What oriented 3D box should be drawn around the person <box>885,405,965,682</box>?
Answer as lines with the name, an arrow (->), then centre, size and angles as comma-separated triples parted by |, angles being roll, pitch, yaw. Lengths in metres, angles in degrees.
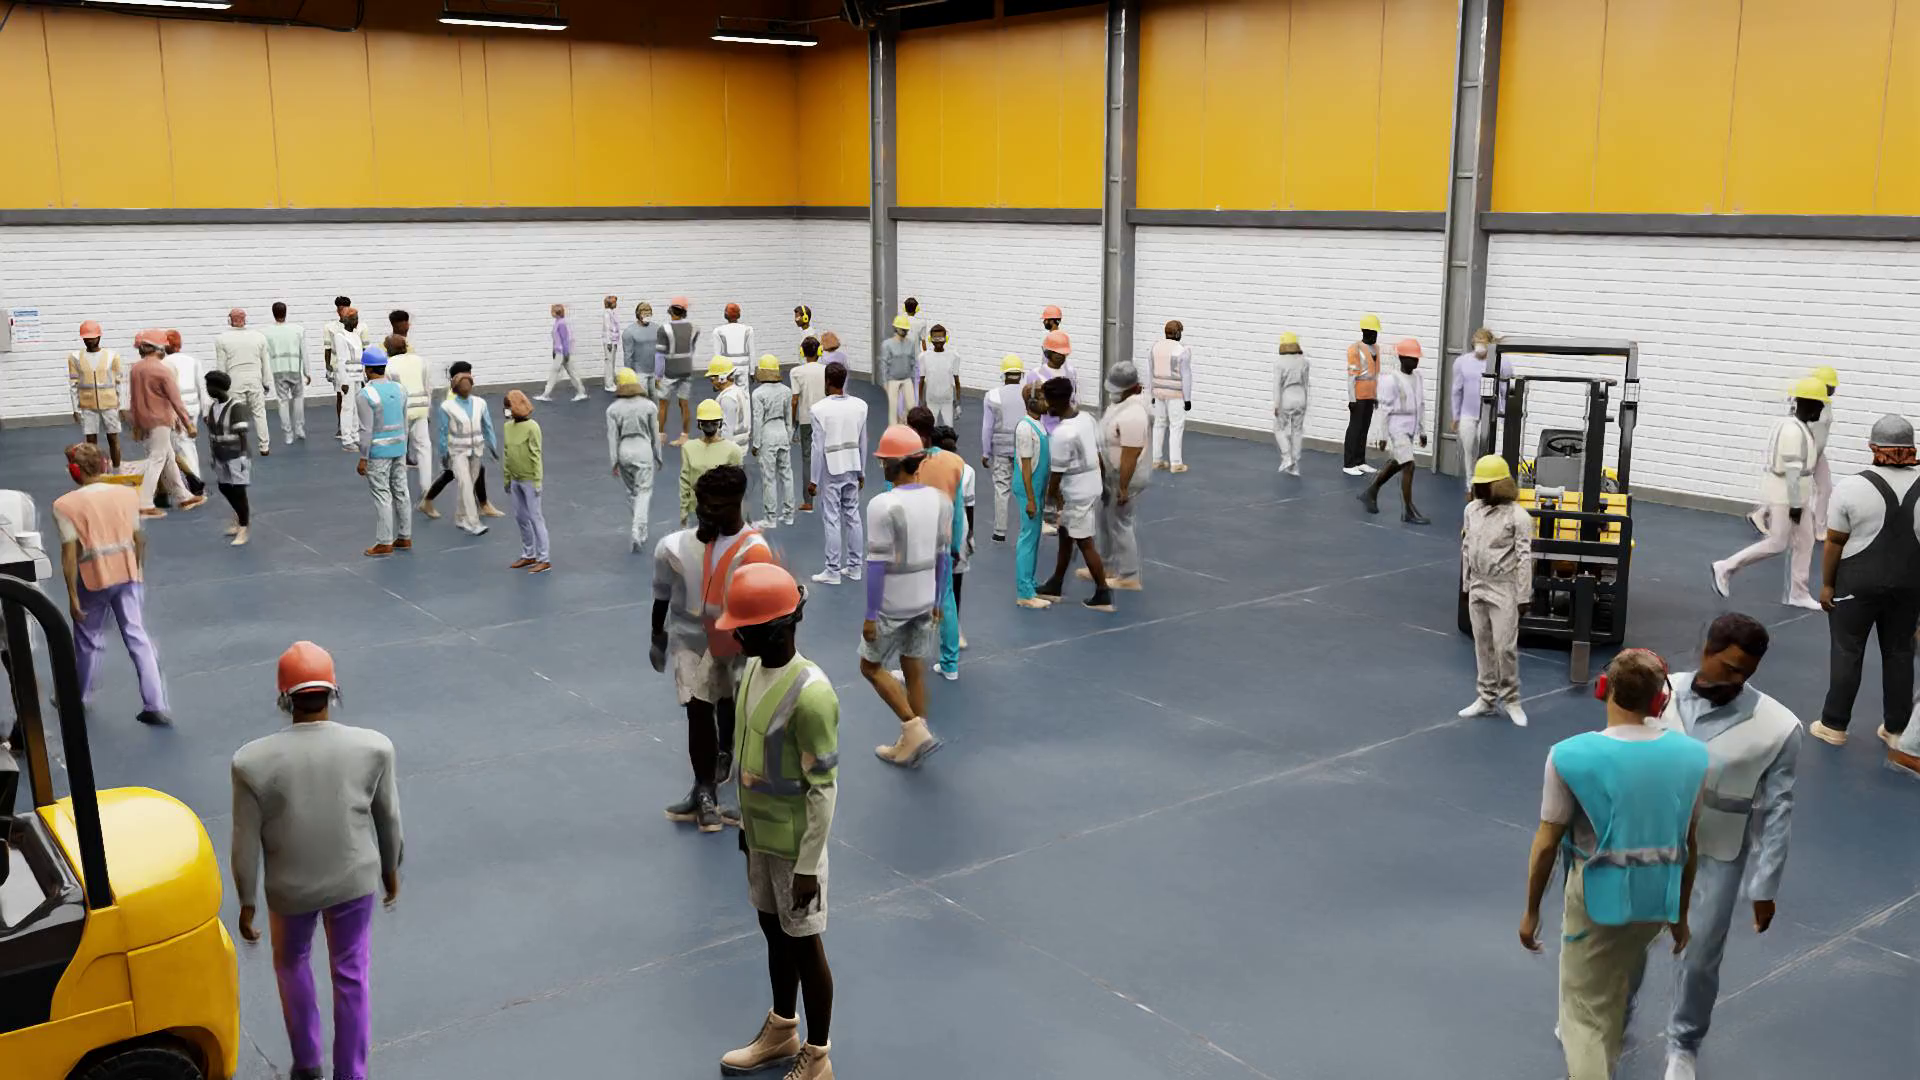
person -> -0.237, 0.040, 11.374 | 0.587, 1.910, 0.397 | -6, 13, -26

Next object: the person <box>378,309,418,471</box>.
person -> -6.798, -1.821, 20.208 | 0.362, 1.962, 0.622 | 4, 12, 18

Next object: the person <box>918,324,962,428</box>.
person -> -0.233, -1.573, 19.277 | 0.505, 1.864, 0.331 | 0, 12, 0

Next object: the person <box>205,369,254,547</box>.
person -> -6.936, -0.803, 15.978 | 0.700, 1.691, 0.522 | 7, 13, 29

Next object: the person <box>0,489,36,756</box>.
person -> -5.742, 0.342, 9.812 | 0.497, 1.943, 0.621 | 5, 13, 21

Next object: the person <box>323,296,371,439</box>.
person -> -8.421, -2.375, 22.885 | 0.613, 1.965, 0.361 | -3, 12, -14

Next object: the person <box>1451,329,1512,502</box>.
person -> 5.639, -1.332, 18.028 | 0.635, 1.909, 0.500 | 8, 14, 32

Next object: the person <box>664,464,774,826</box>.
person -> -1.280, 0.575, 8.669 | 0.695, 1.948, 0.641 | -8, 14, -34

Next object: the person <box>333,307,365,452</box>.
person -> -7.963, -2.102, 21.764 | 0.337, 1.882, 0.584 | 0, 12, 2

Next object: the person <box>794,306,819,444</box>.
person -> -2.074, -2.227, 22.451 | 0.342, 1.858, 0.515 | -4, 12, -17

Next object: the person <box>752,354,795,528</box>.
person -> -1.905, -0.999, 16.780 | 0.489, 1.743, 0.323 | -11, 16, -43

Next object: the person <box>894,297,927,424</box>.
person -> -0.735, -2.618, 24.330 | 0.517, 1.865, 0.326 | 1, 12, 4

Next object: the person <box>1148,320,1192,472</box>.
person -> 2.563, -1.742, 20.157 | 0.429, 1.837, 0.630 | -10, 15, -40

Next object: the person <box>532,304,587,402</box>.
person -> -6.484, -3.030, 26.951 | 0.881, 1.589, 0.535 | -3, 12, -15

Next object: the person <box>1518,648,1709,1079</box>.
person -> 2.247, 1.270, 5.714 | 0.589, 1.808, 0.635 | -2, 12, -8

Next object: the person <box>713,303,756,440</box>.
person -> -3.069, -2.285, 22.650 | 0.575, 1.885, 0.355 | -4, 12, -18

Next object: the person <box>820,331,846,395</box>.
person -> -1.562, -1.838, 21.149 | 0.449, 1.618, 0.499 | 5, 13, 25

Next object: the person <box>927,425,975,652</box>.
person -> -0.138, -0.010, 12.158 | 0.535, 1.686, 0.349 | -6, 13, -25

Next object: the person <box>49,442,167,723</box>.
person -> -5.439, 0.268, 10.537 | 0.966, 1.790, 0.573 | 8, 14, 34

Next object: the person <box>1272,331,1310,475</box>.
person -> 3.956, -1.634, 19.927 | 0.490, 1.720, 0.420 | -3, 12, -14

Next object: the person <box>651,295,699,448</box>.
person -> -3.798, -2.217, 21.989 | 0.646, 2.022, 0.581 | -10, 15, -40

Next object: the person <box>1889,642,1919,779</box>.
person -> 5.658, 0.479, 9.256 | 0.628, 1.894, 0.778 | -11, 16, -42

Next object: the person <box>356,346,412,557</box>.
person -> -5.344, -0.817, 15.407 | 0.387, 1.949, 0.602 | 5, 13, 22

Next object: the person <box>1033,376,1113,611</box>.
person -> 0.866, -0.379, 13.383 | 0.862, 1.907, 0.690 | 5, 13, 23

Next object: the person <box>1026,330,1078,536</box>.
person -> 0.938, -1.049, 16.350 | 0.608, 2.029, 0.407 | -10, 15, -39

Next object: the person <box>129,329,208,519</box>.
person -> -8.303, -1.220, 17.344 | 0.626, 1.951, 0.879 | 8, 14, 34

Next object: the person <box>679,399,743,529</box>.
person -> -1.934, -0.218, 12.946 | 0.525, 1.772, 0.301 | 3, 12, 13

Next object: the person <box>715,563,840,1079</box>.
person -> -0.673, 1.074, 6.068 | 0.392, 2.034, 0.605 | -7, 14, -30

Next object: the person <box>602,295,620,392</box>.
person -> -5.962, -3.358, 28.427 | 0.310, 1.638, 0.523 | 0, 12, -1

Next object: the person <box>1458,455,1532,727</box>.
person -> 3.374, 0.315, 10.478 | 0.437, 1.732, 0.509 | -7, 14, -31

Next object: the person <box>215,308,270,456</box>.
person -> -9.153, -2.004, 21.238 | 0.649, 1.906, 0.401 | -9, 15, -38
